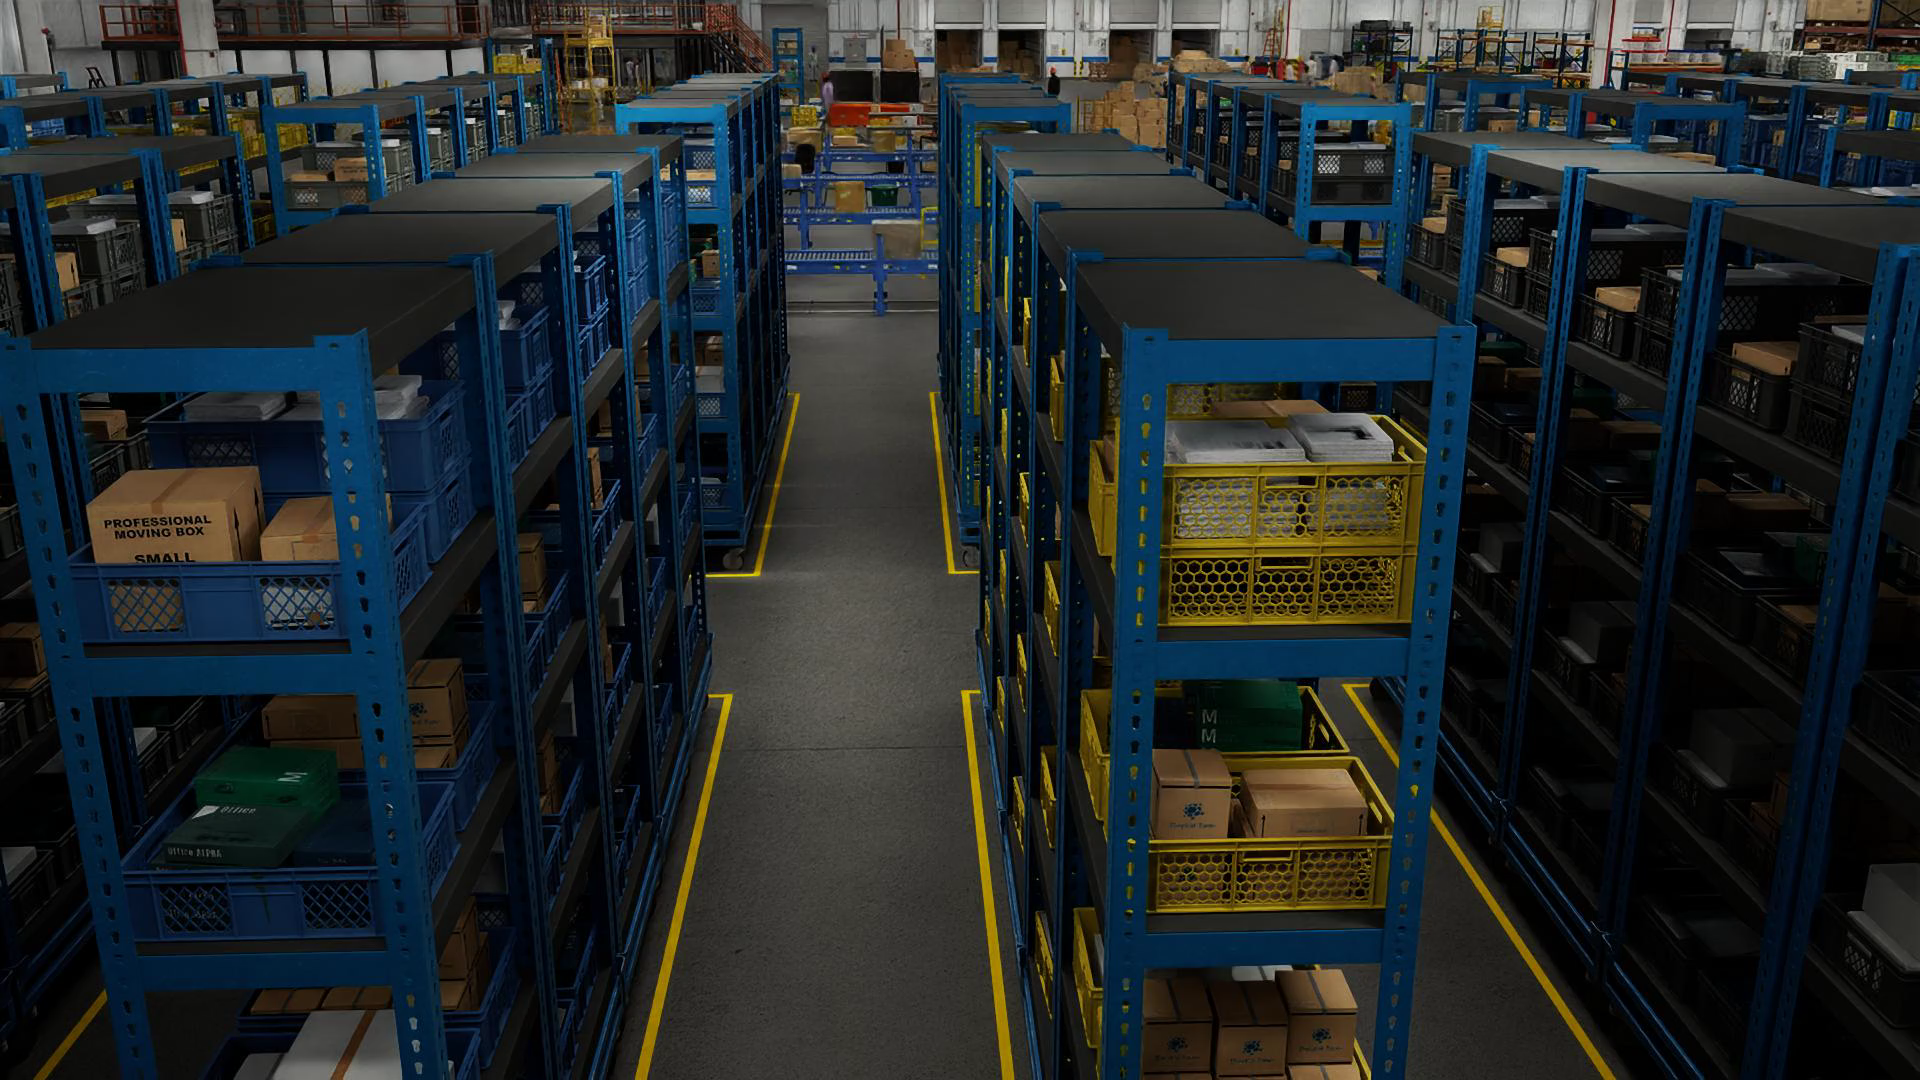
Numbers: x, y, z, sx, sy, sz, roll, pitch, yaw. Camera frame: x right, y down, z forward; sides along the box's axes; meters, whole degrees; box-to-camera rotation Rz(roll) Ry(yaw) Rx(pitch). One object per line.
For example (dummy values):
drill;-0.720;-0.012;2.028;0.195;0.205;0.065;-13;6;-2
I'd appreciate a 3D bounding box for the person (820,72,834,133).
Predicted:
person;-4.646;-15.027;57.130;0.641;2.023;0.647;7;19;20

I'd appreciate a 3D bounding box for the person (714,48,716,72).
person;-13.863;-26.856;93.787;0.382;1.996;0.608;-6;19;-19

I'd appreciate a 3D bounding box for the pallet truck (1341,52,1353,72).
pallet truck;18.794;-23.123;82.231;0.823;1.965;1.885;-13;22;-35

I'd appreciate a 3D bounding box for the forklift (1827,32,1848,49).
forklift;46.023;-25.321;87.619;1.129;2.768;1.873;-1;18;-2

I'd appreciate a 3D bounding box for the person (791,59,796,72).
person;-9.003;-25.925;91.033;0.386;1.917;0.584;17;25;42

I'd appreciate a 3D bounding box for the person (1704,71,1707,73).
person;29.421;-17.837;65.952;0.630;1.945;0.564;2;18;5

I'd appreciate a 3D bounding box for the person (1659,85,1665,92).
person;25.266;-15.735;59.479;0.563;1.930;0.389;7;19;22

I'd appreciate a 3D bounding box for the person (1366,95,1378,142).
person;12.255;-12.470;49.795;0.546;1.653;0.829;1;18;2

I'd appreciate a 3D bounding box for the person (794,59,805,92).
person;-8.065;-23.530;83.646;0.547;1.907;0.842;-3;18;-9

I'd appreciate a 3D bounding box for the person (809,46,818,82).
person;-8.280;-26.915;94.045;0.616;1.946;0.392;-16;24;-41

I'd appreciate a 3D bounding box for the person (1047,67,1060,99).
person;3.506;-16.799;62.694;0.429;1.983;0.640;-14;23;-37

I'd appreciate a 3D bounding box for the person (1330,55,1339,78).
person;18.912;-23.479;83.659;0.966;1.785;0.649;5;19;16

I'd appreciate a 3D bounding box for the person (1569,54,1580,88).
person;29.614;-22.415;80.155;0.372;1.924;0.594;12;21;32

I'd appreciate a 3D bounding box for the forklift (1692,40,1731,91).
forklift;30.996;-19.122;68.437;1.129;2.768;1.873;-1;18;-2

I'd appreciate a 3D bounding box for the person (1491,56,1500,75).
person;25.988;-22.551;80.712;0.687;1.845;1.030;-15;23;-39

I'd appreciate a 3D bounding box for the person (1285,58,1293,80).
person;14.837;-20.643;74.692;0.670;1.923;0.640;8;20;24

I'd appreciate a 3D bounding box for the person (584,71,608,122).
person;-13.643;-16.564;62.160;0.765;1.864;0.594;3;18;8

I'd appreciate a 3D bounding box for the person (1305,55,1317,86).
person;16.754;-22.199;79.485;0.369;1.931;0.627;-14;23;-38

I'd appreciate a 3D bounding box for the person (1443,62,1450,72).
person;21.920;-20.681;75.097;0.337;1.738;0.524;5;18;14

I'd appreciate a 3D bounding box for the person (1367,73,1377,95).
person;15.879;-17.226;64.429;0.906;1.725;0.530;2;18;5

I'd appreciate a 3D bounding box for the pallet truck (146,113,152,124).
pallet truck;-18.087;-8.309;36.390;1.885;1.965;0.823;-1;18;-4

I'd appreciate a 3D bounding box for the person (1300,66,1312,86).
person;14.185;-18.477;68.155;0.994;1.815;0.537;-12;21;-33

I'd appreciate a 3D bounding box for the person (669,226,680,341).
person;-3.599;-3.176;20.788;0.513;1.814;0.625;13;22;35

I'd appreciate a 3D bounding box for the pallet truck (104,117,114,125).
pallet truck;-18.367;-7.885;35.078;1.885;1.965;0.823;1;18;2

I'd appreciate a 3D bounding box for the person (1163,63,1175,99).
person;8.294;-17.721;65.446;0.684;2.000;0.535;-2;18;-7

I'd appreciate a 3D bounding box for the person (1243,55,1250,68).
person;14.904;-24.417;86.718;0.452;1.685;0.548;17;25;42

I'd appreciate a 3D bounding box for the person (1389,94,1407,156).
person;12.589;-11.845;47.635;0.627;1.800;0.807;-1;18;-2
